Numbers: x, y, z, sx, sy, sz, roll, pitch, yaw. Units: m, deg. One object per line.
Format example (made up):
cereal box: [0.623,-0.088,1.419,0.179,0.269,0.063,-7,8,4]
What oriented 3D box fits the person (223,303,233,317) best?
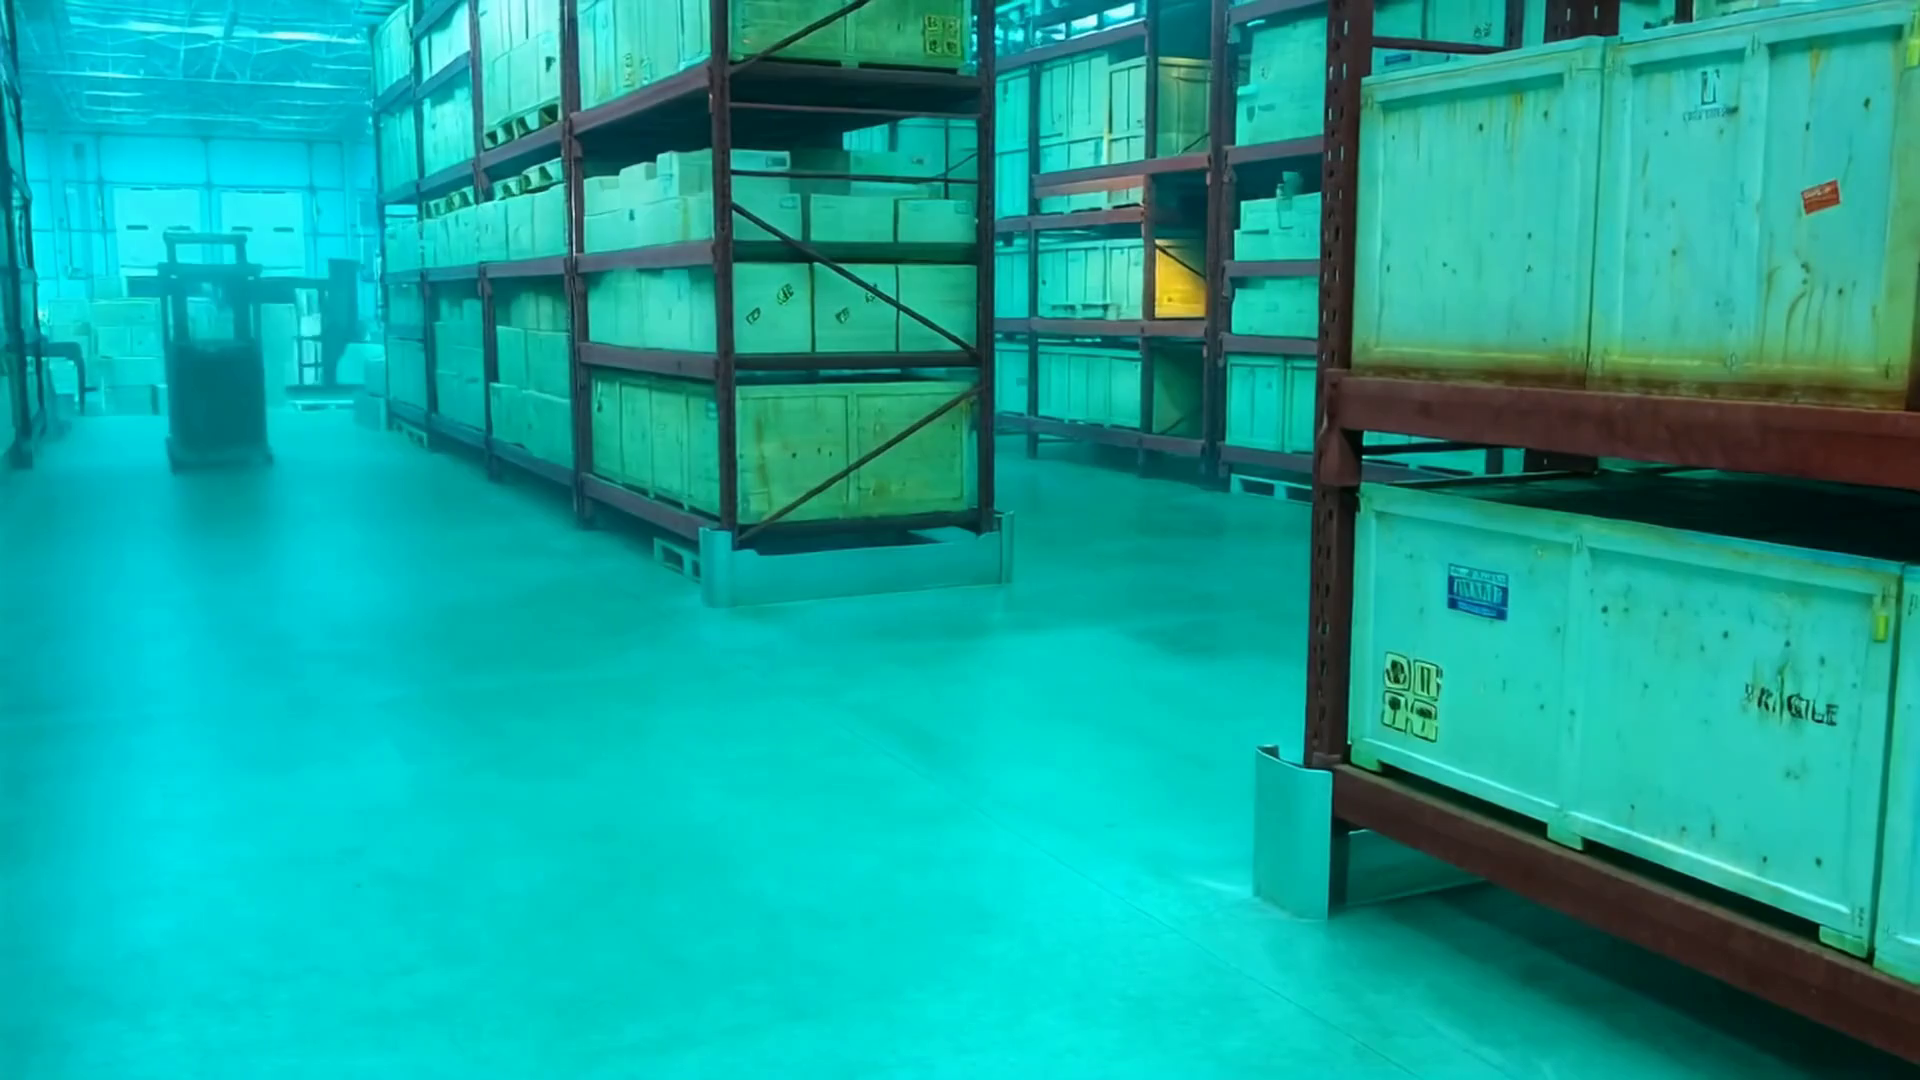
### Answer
person: [-20.632,-5.790,47.289,0.628,1.931,0.383,1,8,4]

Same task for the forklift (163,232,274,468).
forklift: [-9.168,-2.363,20.385,1.129,2.768,1.873,-4,9,-26]

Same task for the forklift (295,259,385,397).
forklift: [-12.561,-4.357,34.130,1.873,2.768,1.129,0,8,-1]

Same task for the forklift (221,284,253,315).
forklift: [-21.660,-6.656,49.987,1.873,2.768,1.129,6,10,37]

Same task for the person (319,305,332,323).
person: [-17.083,-5.407,44.677,0.546,1.917,0.771,-8,11,-42]

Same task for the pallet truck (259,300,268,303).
pallet truck: [-23.913,-7.404,58.171,1.885,1.965,0.823,-1,8,-9]
